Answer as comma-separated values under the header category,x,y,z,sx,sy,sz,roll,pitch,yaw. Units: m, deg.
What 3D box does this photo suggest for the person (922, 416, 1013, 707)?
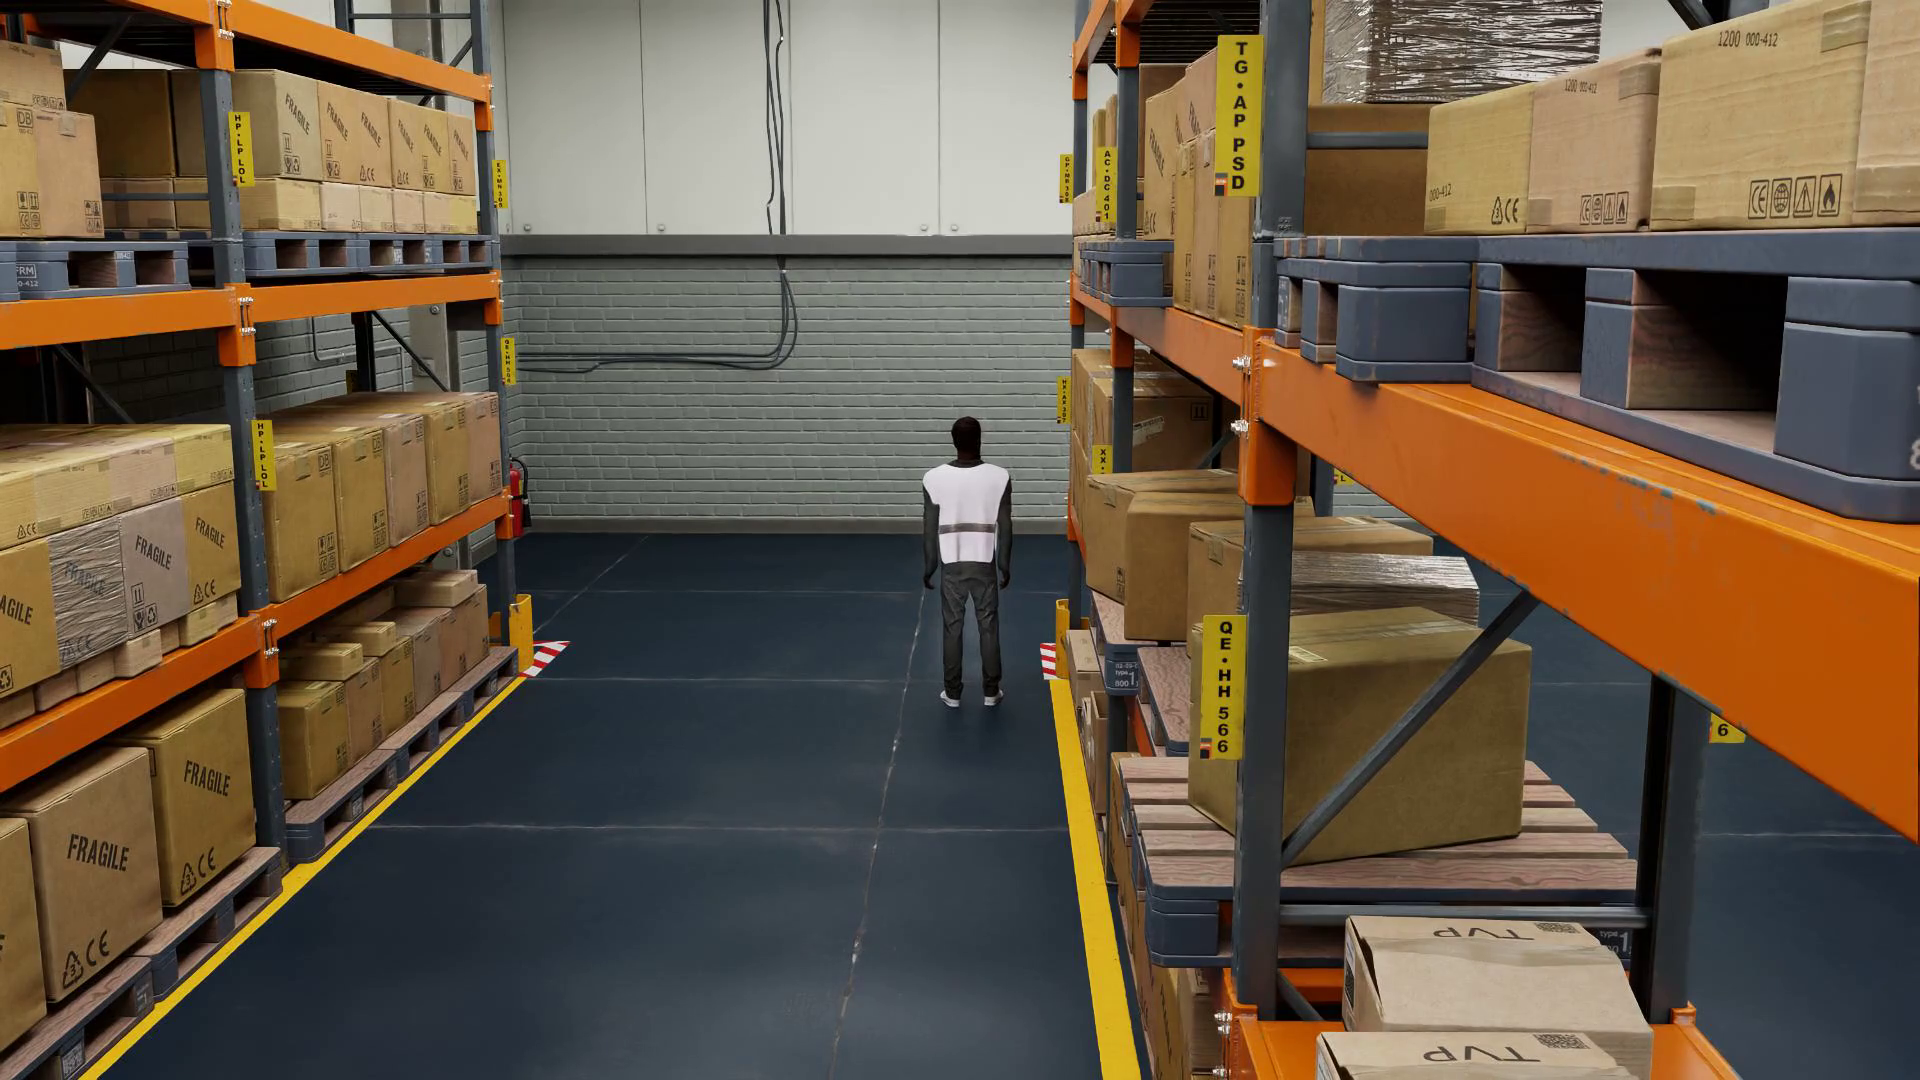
category,x,y,z,sx,sy,sz,roll,pitch,yaw
person,0.050,0.152,10.920,0.589,1.915,0.398,0,10,-1
